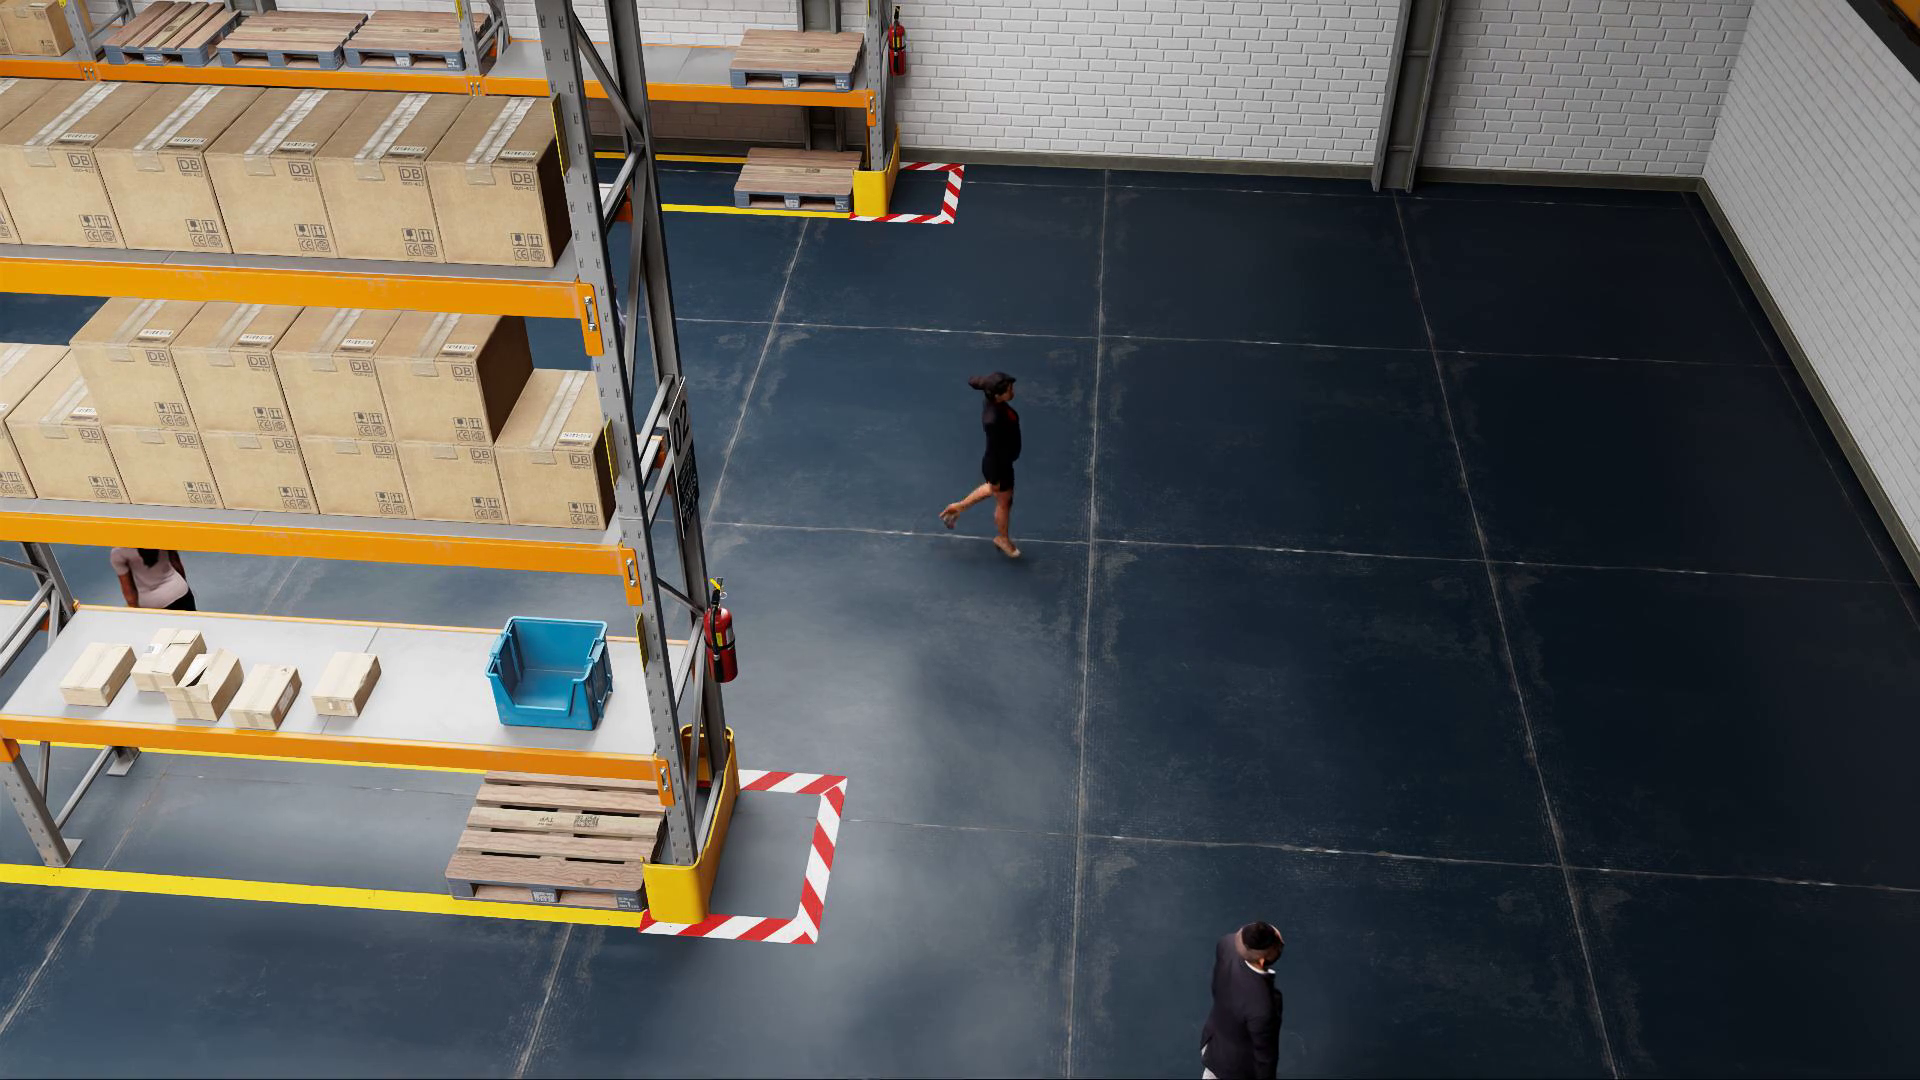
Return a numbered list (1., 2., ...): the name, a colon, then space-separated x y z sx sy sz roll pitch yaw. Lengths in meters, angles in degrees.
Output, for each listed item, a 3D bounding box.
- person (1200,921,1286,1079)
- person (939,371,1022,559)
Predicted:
1. person: 1.359 2.476 8.166 0.732 1.949 0.787 -10 40 -13
2. person: 0.199 -0.533 12.196 0.839 1.622 0.563 3 39 3
